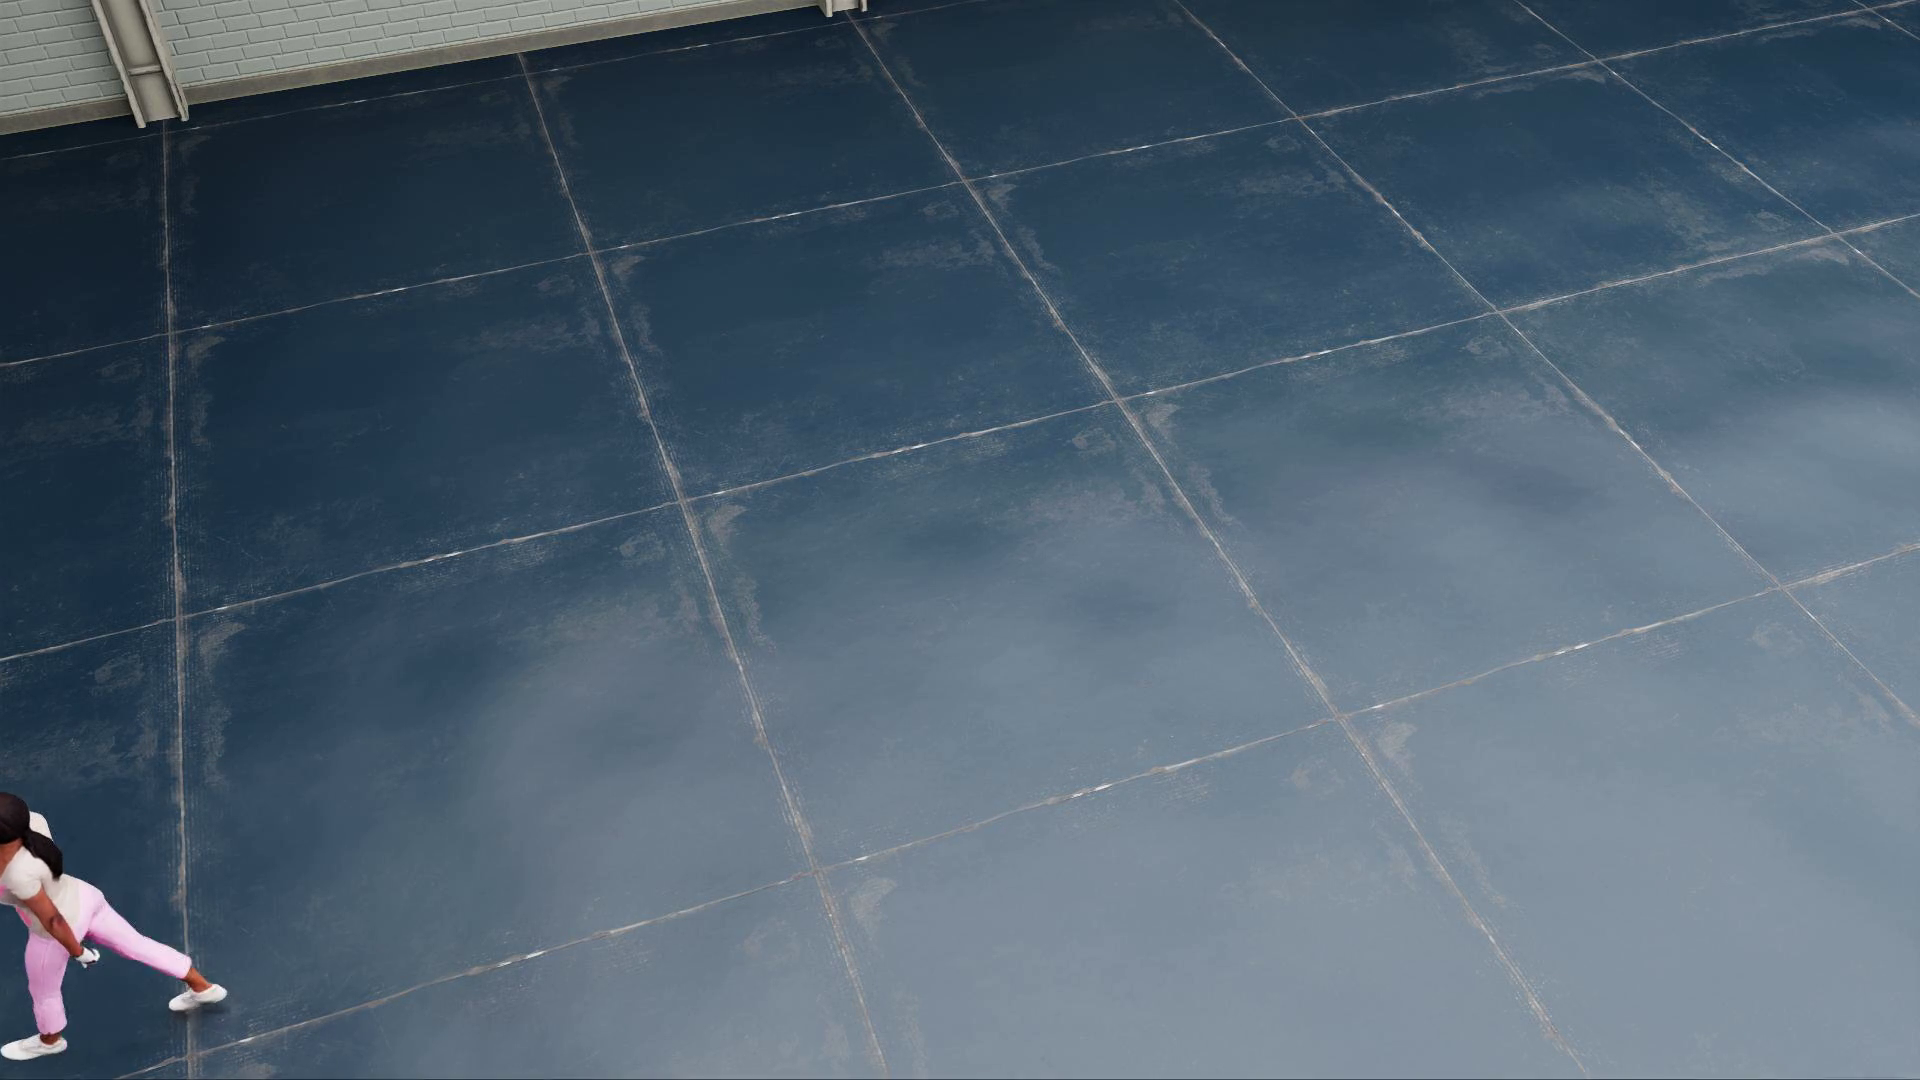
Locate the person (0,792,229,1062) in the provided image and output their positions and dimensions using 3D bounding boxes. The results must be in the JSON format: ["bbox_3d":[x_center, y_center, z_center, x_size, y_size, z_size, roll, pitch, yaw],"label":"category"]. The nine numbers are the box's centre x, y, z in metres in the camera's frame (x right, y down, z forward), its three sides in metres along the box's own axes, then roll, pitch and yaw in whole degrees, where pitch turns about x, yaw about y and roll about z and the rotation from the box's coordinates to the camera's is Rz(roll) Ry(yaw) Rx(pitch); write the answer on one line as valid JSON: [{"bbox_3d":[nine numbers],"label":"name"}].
[{"bbox_3d":[-3.774,1.641,7.217,1.208,1.692,0.686,-8,44,-9],"label":"person"}]
